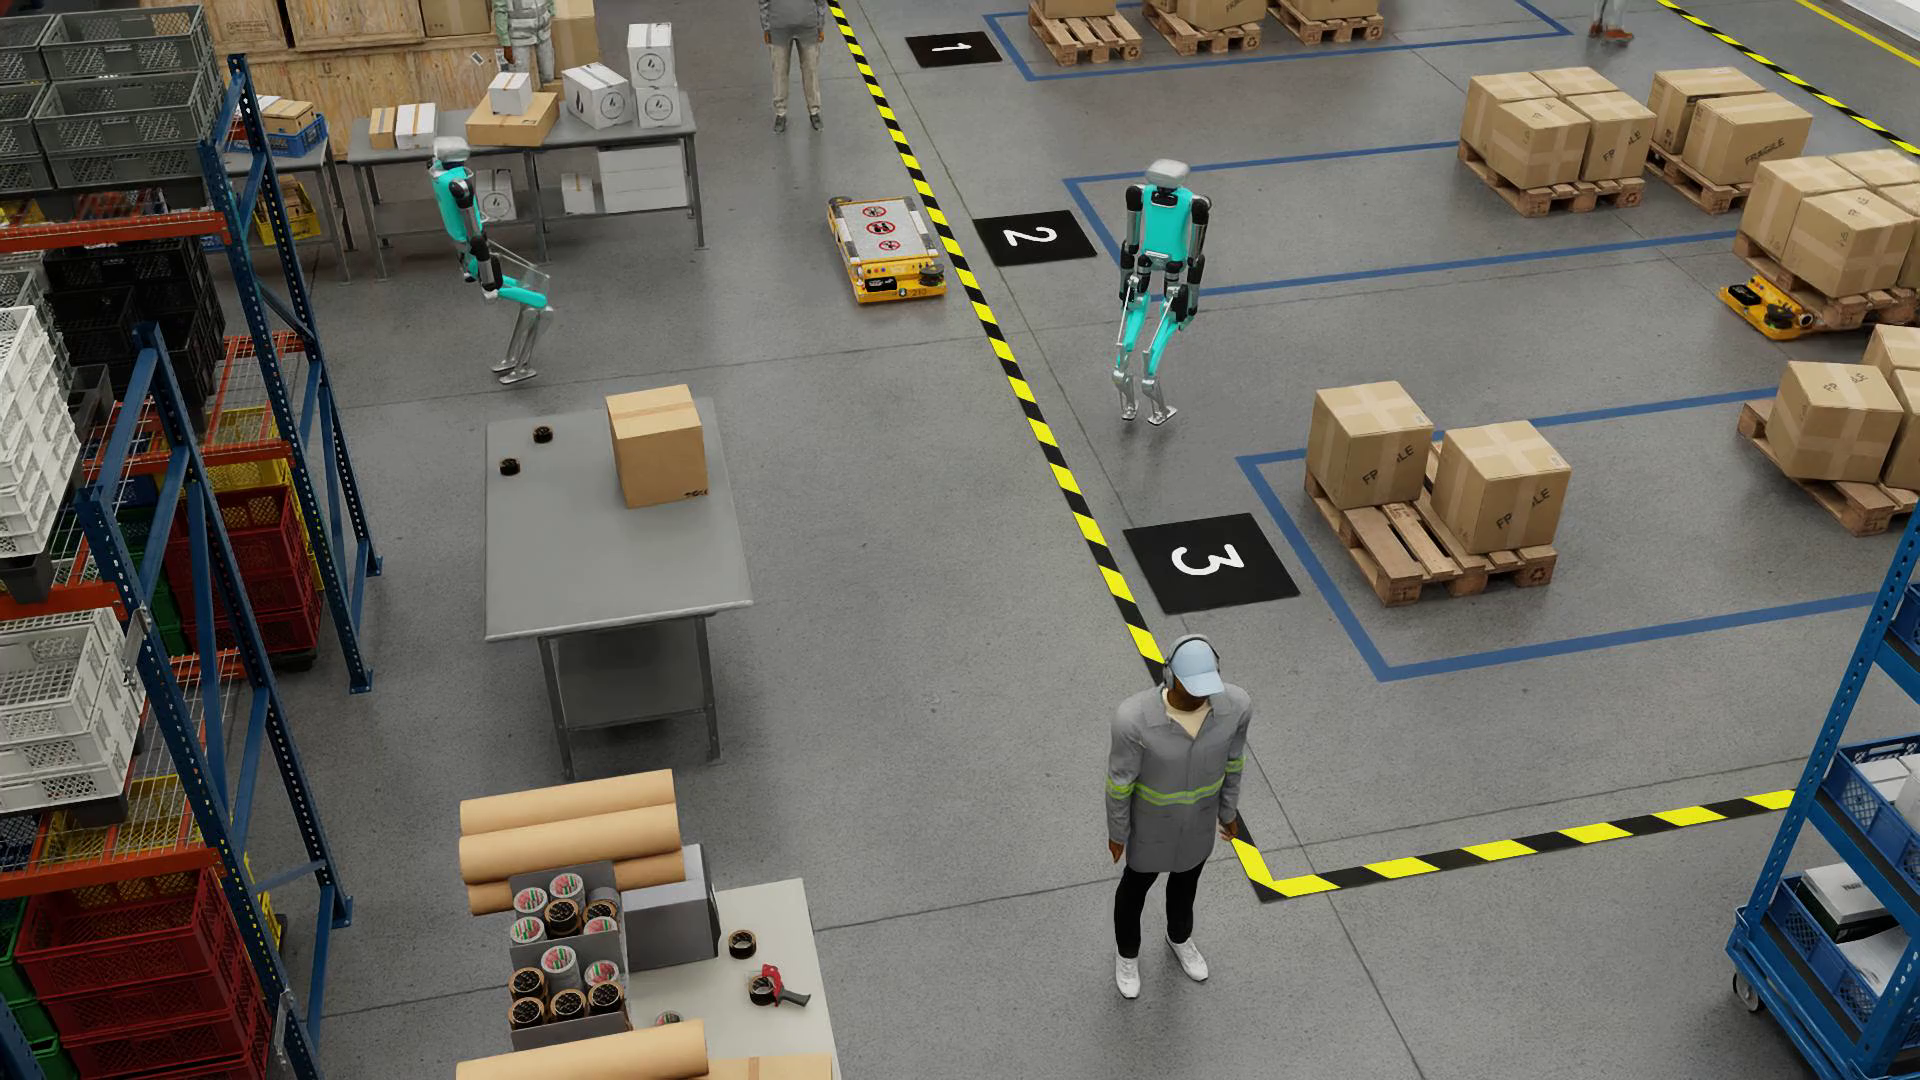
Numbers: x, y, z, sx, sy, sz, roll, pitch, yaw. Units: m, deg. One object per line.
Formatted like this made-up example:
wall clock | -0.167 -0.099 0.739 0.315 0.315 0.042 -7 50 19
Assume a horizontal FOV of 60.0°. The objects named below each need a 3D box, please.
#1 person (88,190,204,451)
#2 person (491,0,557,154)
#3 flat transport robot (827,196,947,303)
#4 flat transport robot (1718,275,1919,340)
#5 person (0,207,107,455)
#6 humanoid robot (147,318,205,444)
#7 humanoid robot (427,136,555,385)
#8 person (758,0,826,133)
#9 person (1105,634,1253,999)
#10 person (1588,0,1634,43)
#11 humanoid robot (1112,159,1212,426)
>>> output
person | -4.834 -1.249 9.899 0.426 1.866 0.579 -15 39 -20
person | -3.569 -4.190 13.789 0.412 1.939 0.602 25 43 29
flat transport robot | -0.570 -2.220 12.538 0.659 0.231 1.431 -8 37 -10
flat transport robot | 6.257 -1.743 11.873 1.431 0.197 0.652 -8 37 -10
person | -5.494 -1.181 9.830 0.403 1.833 0.585 15 39 19
humanoid robot | -4.838 -1.210 10.002 0.599 1.655 0.311 21 42 26
humanoid robot | -2.934 -1.818 10.690 0.715 1.710 0.530 -22 42 -26
person | -1.419 -4.360 14.156 0.568 1.768 0.398 -6 37 -8
person | 0.866 1.119 6.723 0.588 1.852 0.372 -10 38 -13
person | 6.367 -5.762 15.981 0.475 1.841 0.639 -24 43 -29
humanoid robot | 1.140 -1.429 10.133 0.533 1.675 0.735 17 40 22
